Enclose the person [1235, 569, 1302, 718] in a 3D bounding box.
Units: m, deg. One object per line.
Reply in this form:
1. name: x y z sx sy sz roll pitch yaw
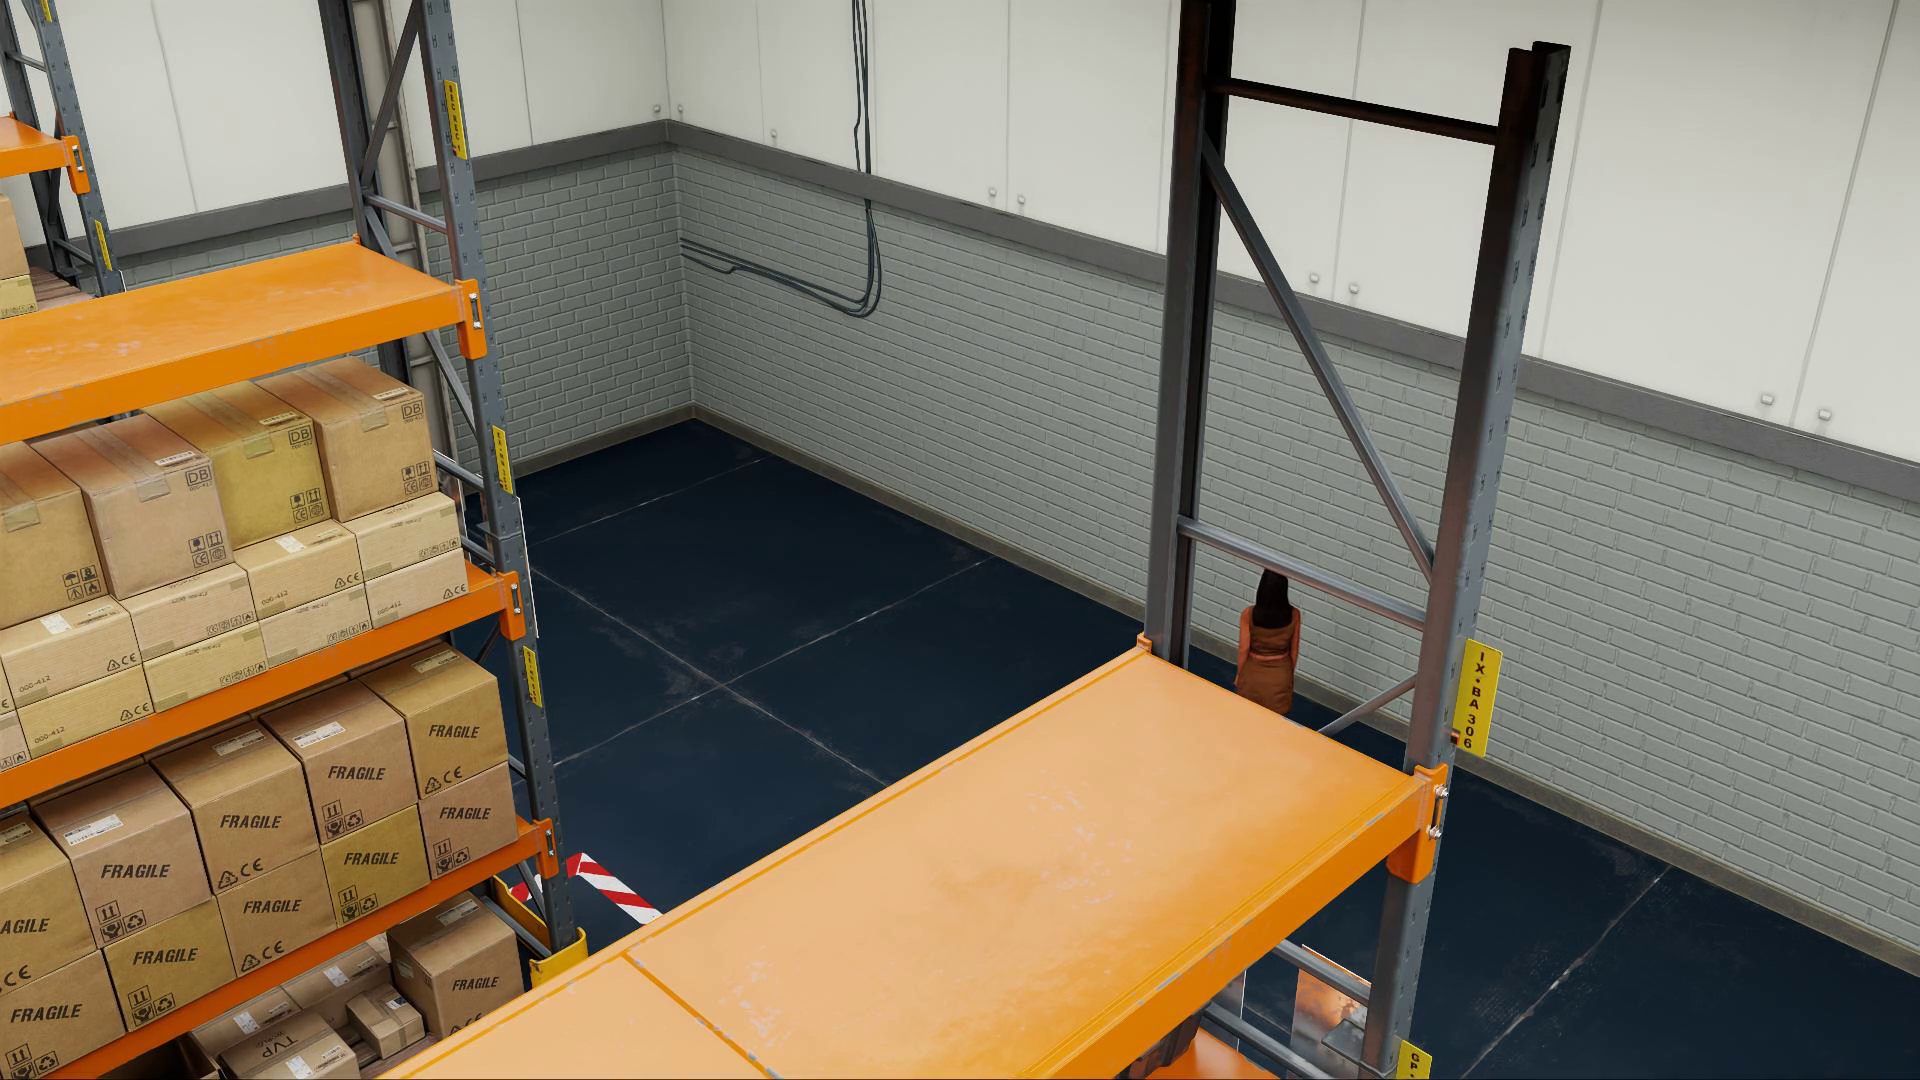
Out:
1. person: 2.024 0.921 11.011 0.627 1.690 0.698 -2 27 -3
